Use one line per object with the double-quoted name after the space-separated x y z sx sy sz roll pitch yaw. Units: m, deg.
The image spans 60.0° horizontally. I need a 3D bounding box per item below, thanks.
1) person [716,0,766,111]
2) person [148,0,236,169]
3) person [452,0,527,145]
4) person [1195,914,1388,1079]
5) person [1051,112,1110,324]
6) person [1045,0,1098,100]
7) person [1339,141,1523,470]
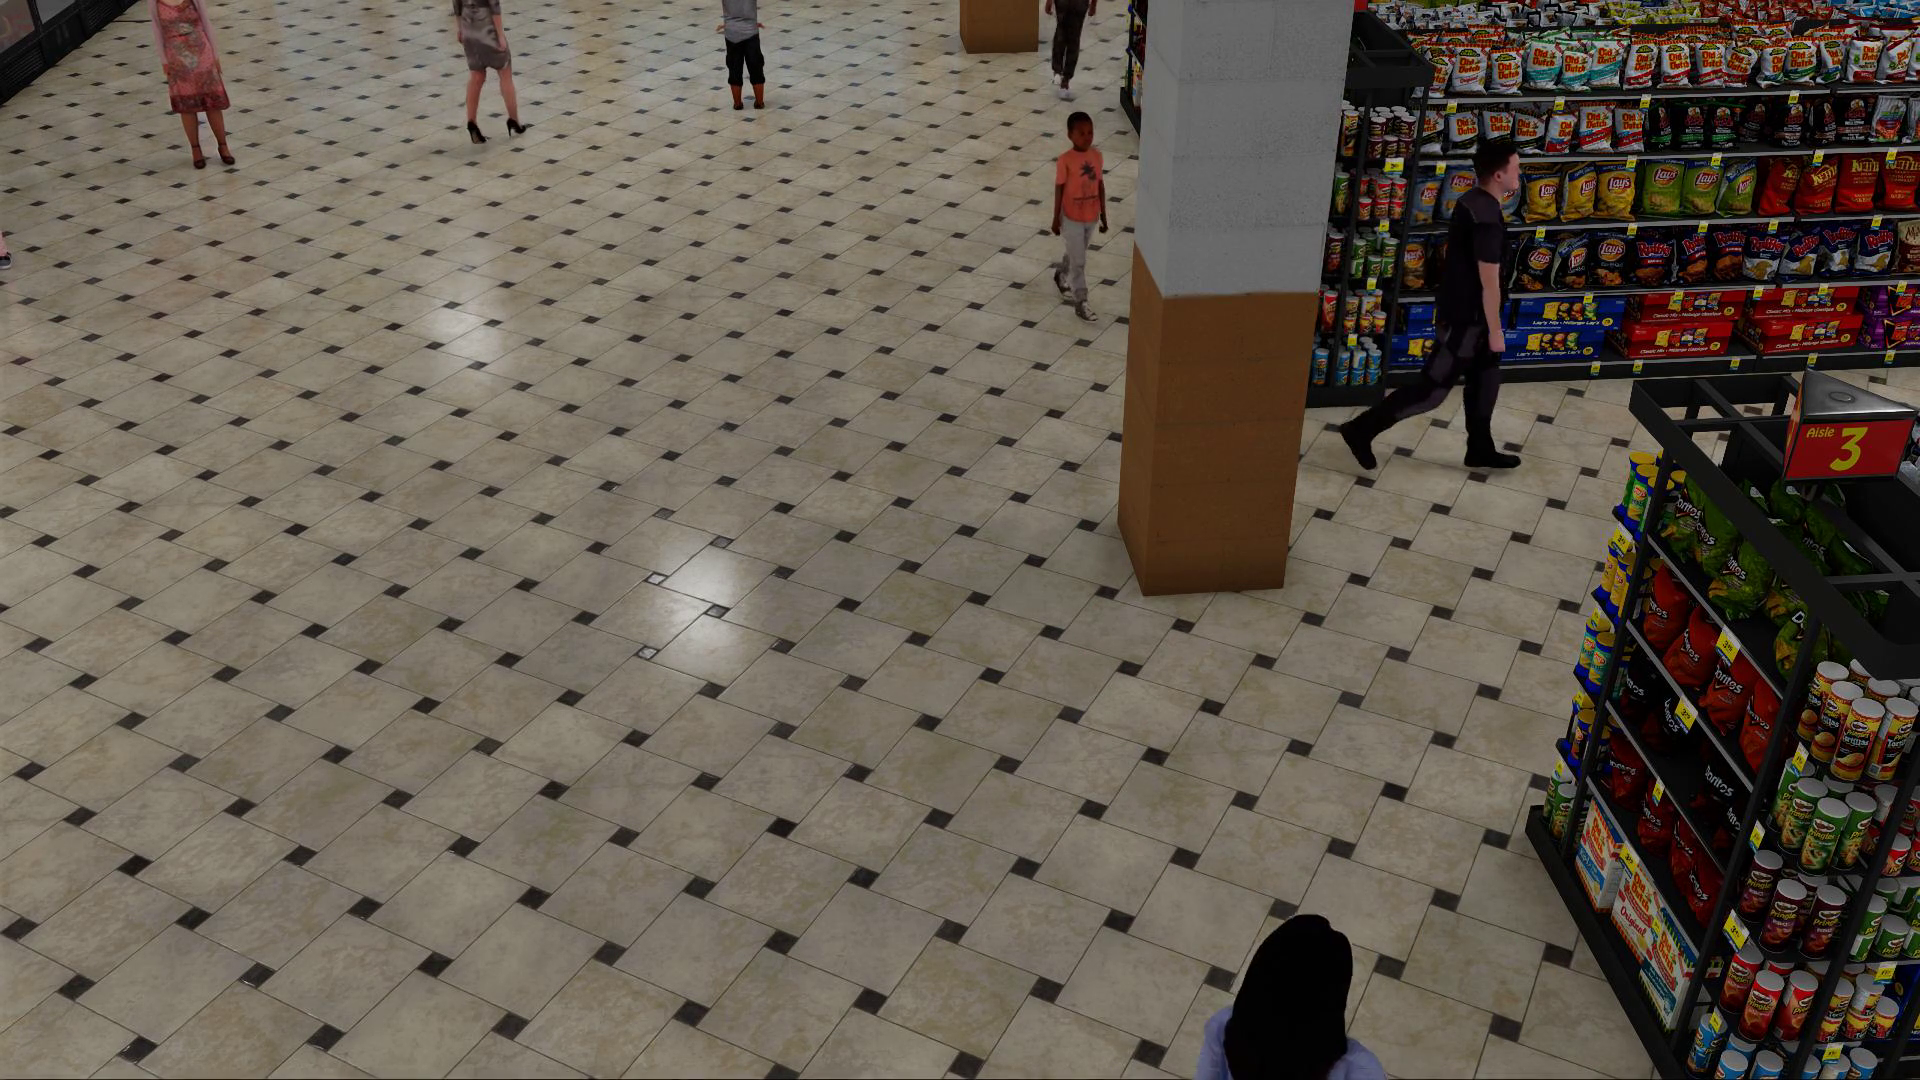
-1.867 -4.413 14.190 0.442 1.456 0.634 -2 32 -3 "person"
-5.994 -3.755 12.908 0.617 1.693 0.725 -15 35 -23 "person"
-3.842 -3.981 13.238 0.965 1.727 0.899 10 33 15 "person"
0.759 1.675 4.143 0.750 1.734 0.847 16 35 23 "person"
0.729 -2.099 10.625 0.884 1.293 0.754 -14 34 -21 "person"
0.977 -4.633 14.332 0.636 1.680 0.757 3 32 6 "person"
2.506 -1.141 8.597 1.297 1.810 0.961 8 33 13 "person"
